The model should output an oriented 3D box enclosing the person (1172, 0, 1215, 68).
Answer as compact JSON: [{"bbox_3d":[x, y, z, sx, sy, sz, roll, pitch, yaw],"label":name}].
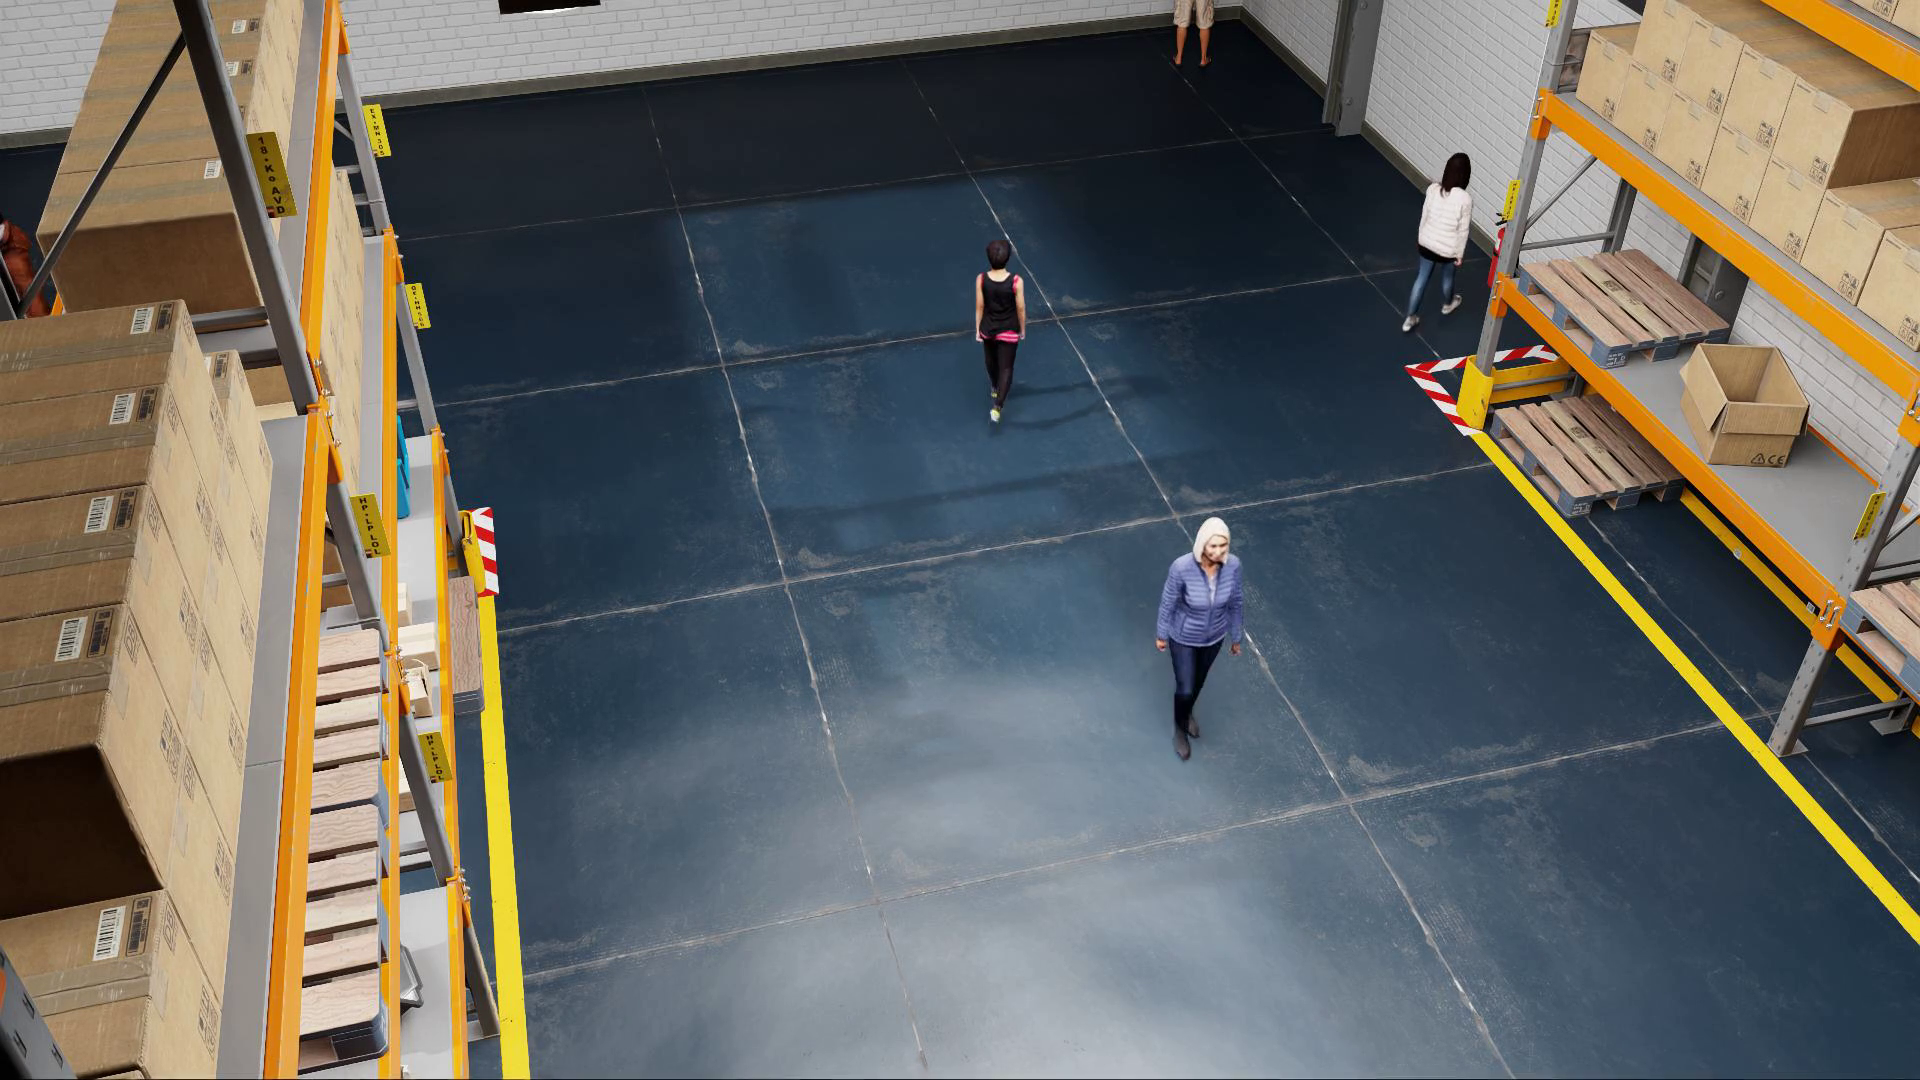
[{"bbox_3d":[2.672,-6.288,18.764,0.725,1.862,0.695,6,39,7],"label":"person"}]

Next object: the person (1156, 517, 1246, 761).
[{"bbox_3d":[1.459,0.513,10.355,0.678,1.728,0.688,-8,39,-10],"label":"person"}]

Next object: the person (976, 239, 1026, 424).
[{"bbox_3d":[0.299,-1.654,13.230,0.834,1.527,1.072,7,39,9],"label":"person"}]

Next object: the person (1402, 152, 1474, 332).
[{"bbox_3d":[4.079,-2.516,14.247,1.035,1.604,1.026,29,47,31],"label":"person"}]
